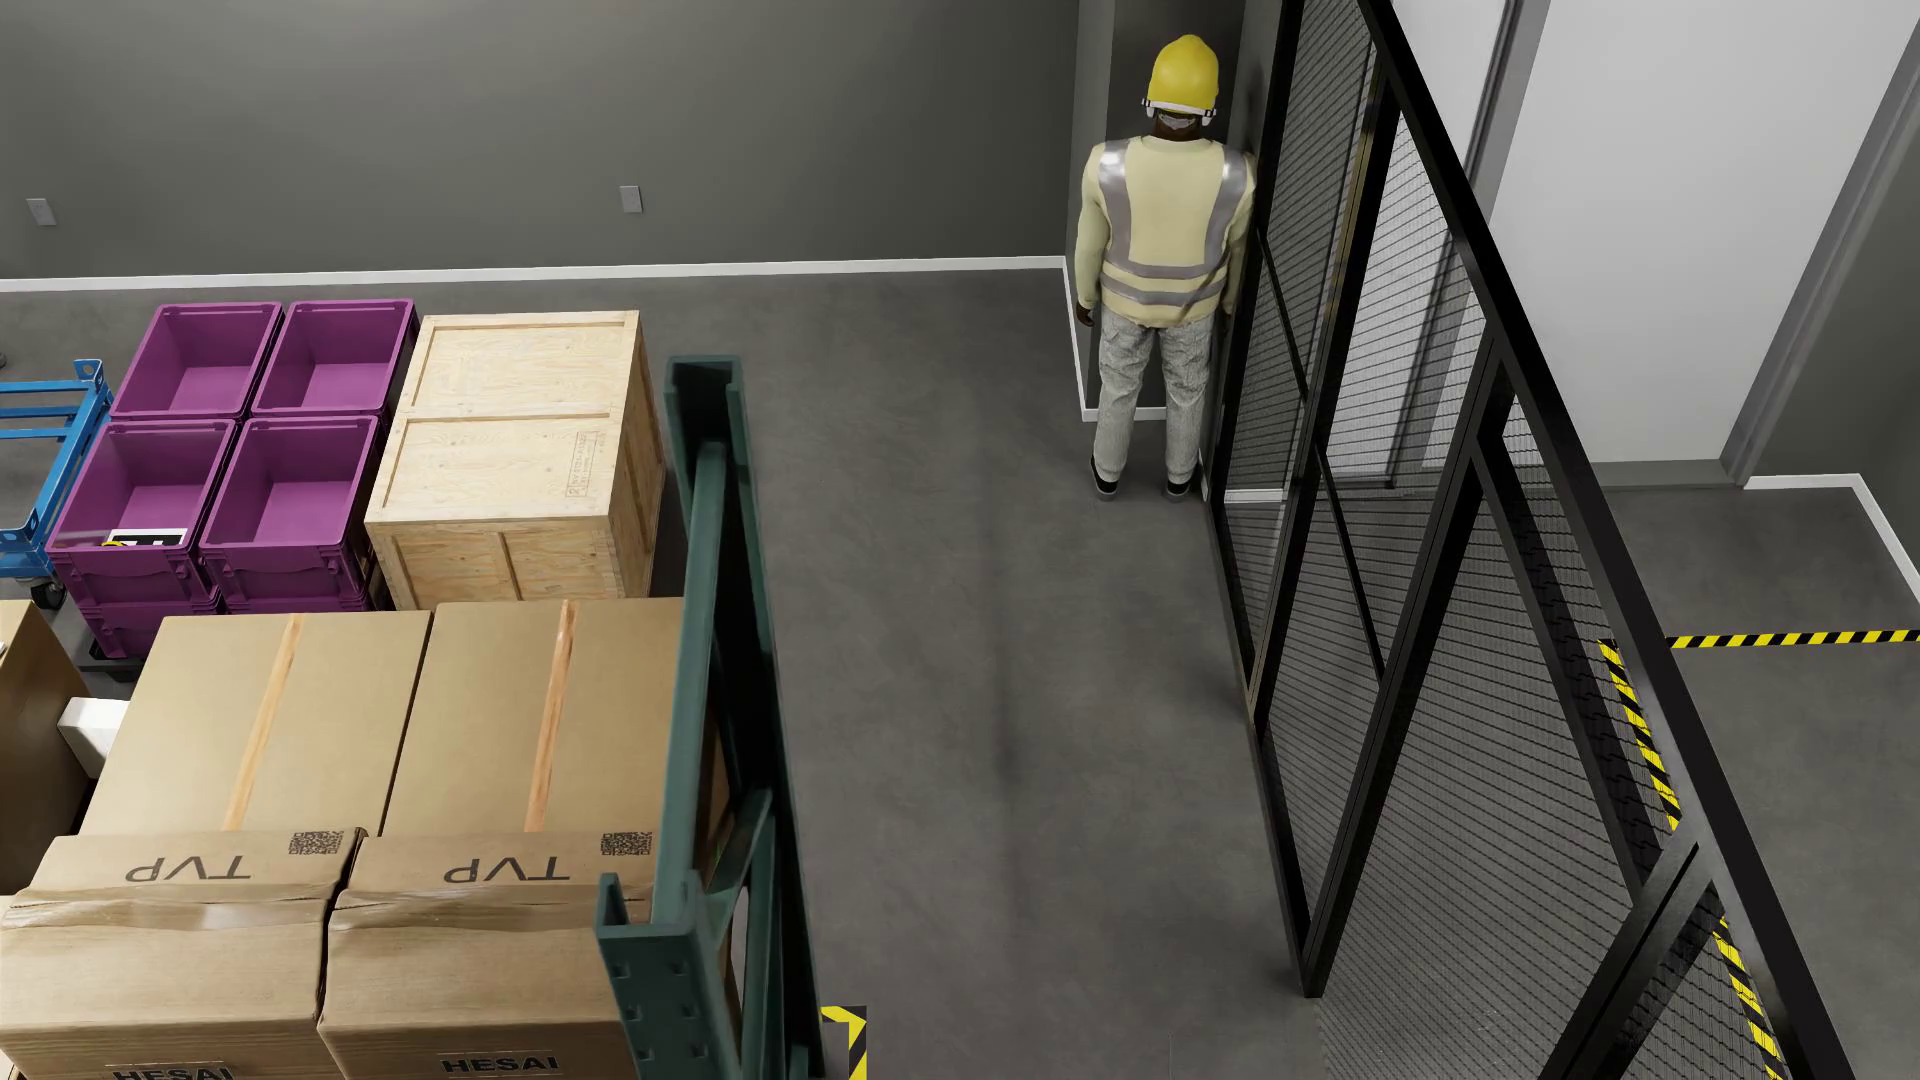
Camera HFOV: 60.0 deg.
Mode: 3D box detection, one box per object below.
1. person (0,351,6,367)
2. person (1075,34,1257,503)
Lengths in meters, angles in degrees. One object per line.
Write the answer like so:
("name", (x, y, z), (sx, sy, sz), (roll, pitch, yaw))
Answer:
("person", (-4.029, -1.267, 5.966), (0.358, 1.938, 0.636), (-4, 46, -3))
("person", (0.685, -0.858, 5.647), (0.600, 1.831, 0.404), (3, 46, 3))
